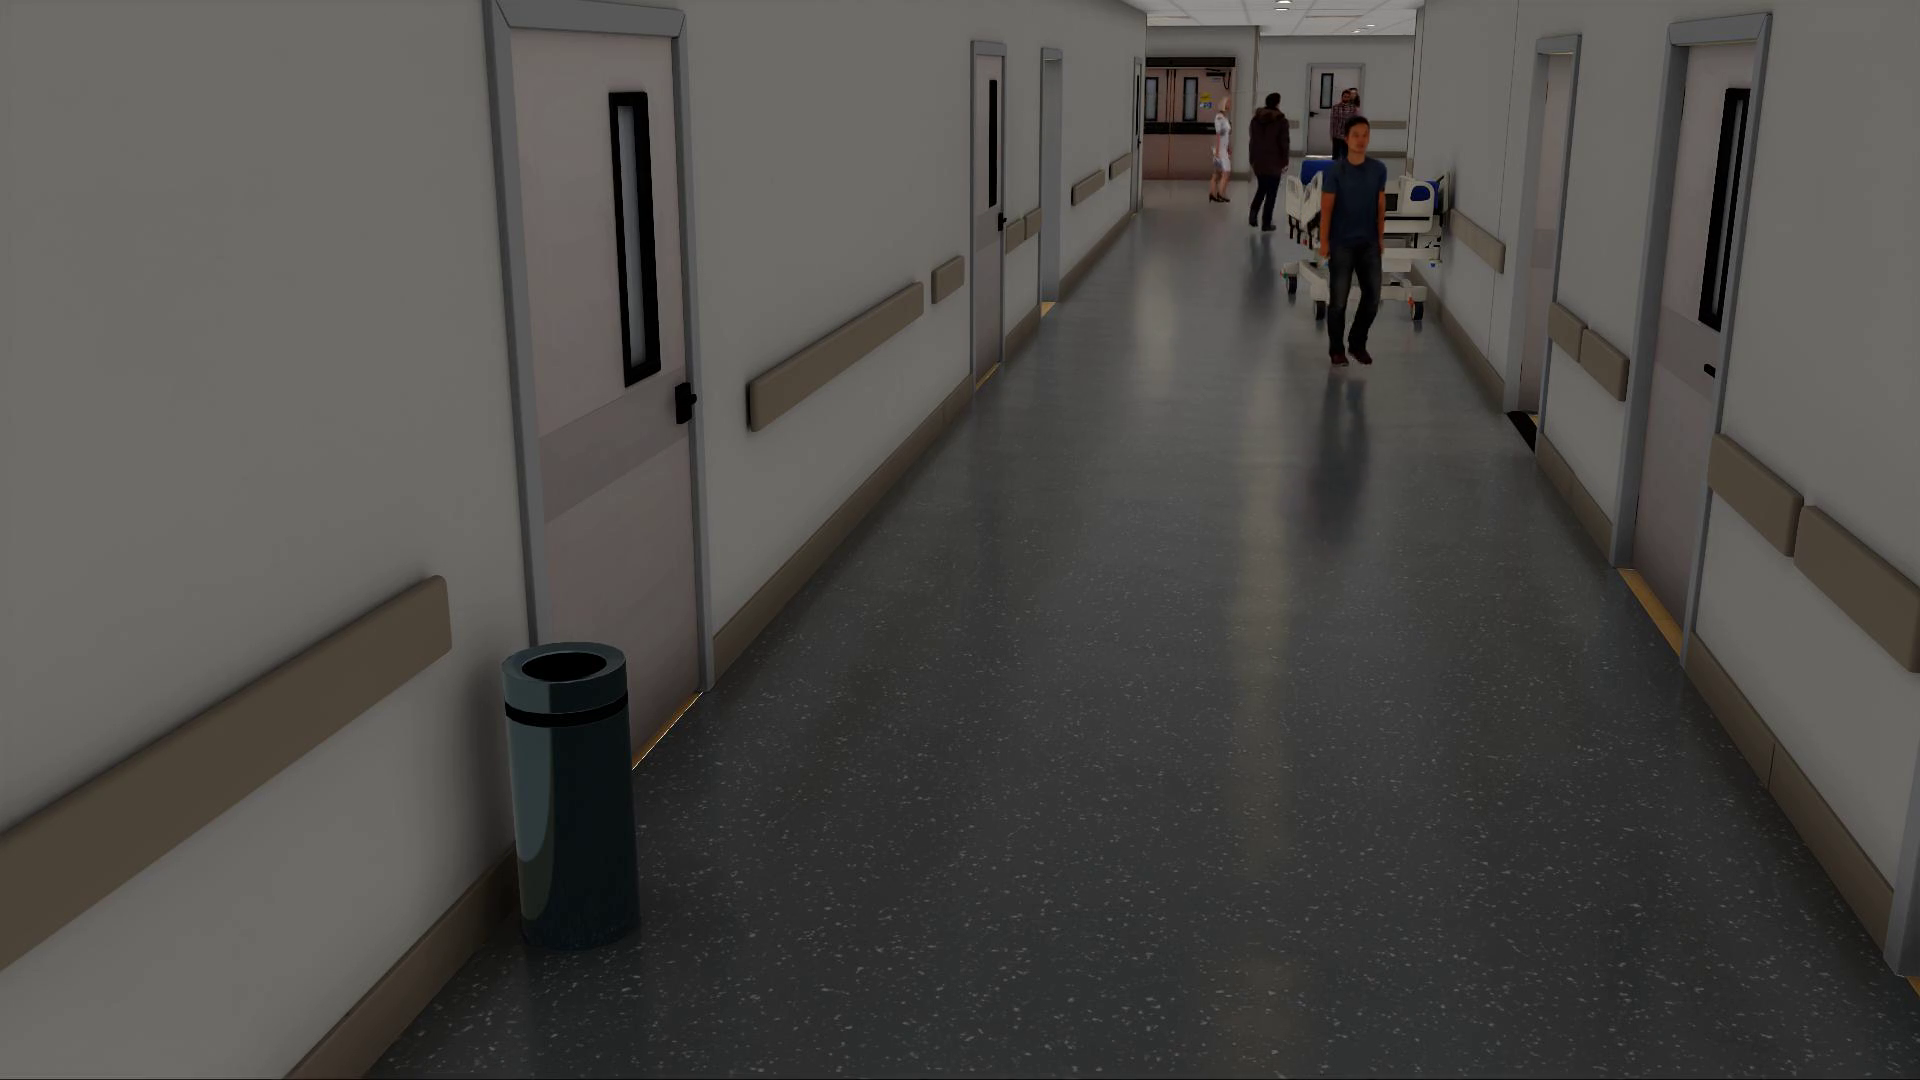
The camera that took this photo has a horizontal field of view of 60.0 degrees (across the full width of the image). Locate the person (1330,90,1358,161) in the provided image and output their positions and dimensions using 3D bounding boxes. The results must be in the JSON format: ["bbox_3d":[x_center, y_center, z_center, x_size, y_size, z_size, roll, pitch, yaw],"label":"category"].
[{"bbox_3d":[7.655,-8.107,33.321,0.520,1.753,0.759,1,16,5],"label":"person"}]

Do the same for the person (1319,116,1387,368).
[{"bbox_3d":[2.841,-2.171,12.185,0.713,1.797,0.839,-2,16,-9],"label":"person"}]

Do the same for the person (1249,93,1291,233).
[{"bbox_3d":[4.119,-5.088,22.460,0.877,1.837,0.968,13,20,39],"label":"person"}]

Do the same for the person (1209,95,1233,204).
[{"bbox_3d":[4.225,-6.438,27.433,0.627,1.736,0.625,5,17,18],"label":"person"}]

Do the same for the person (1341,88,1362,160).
[{"bbox_3d":[7.855,-8.209,33.594,0.581,1.801,0.744,-2,16,-8],"label":"person"}]
